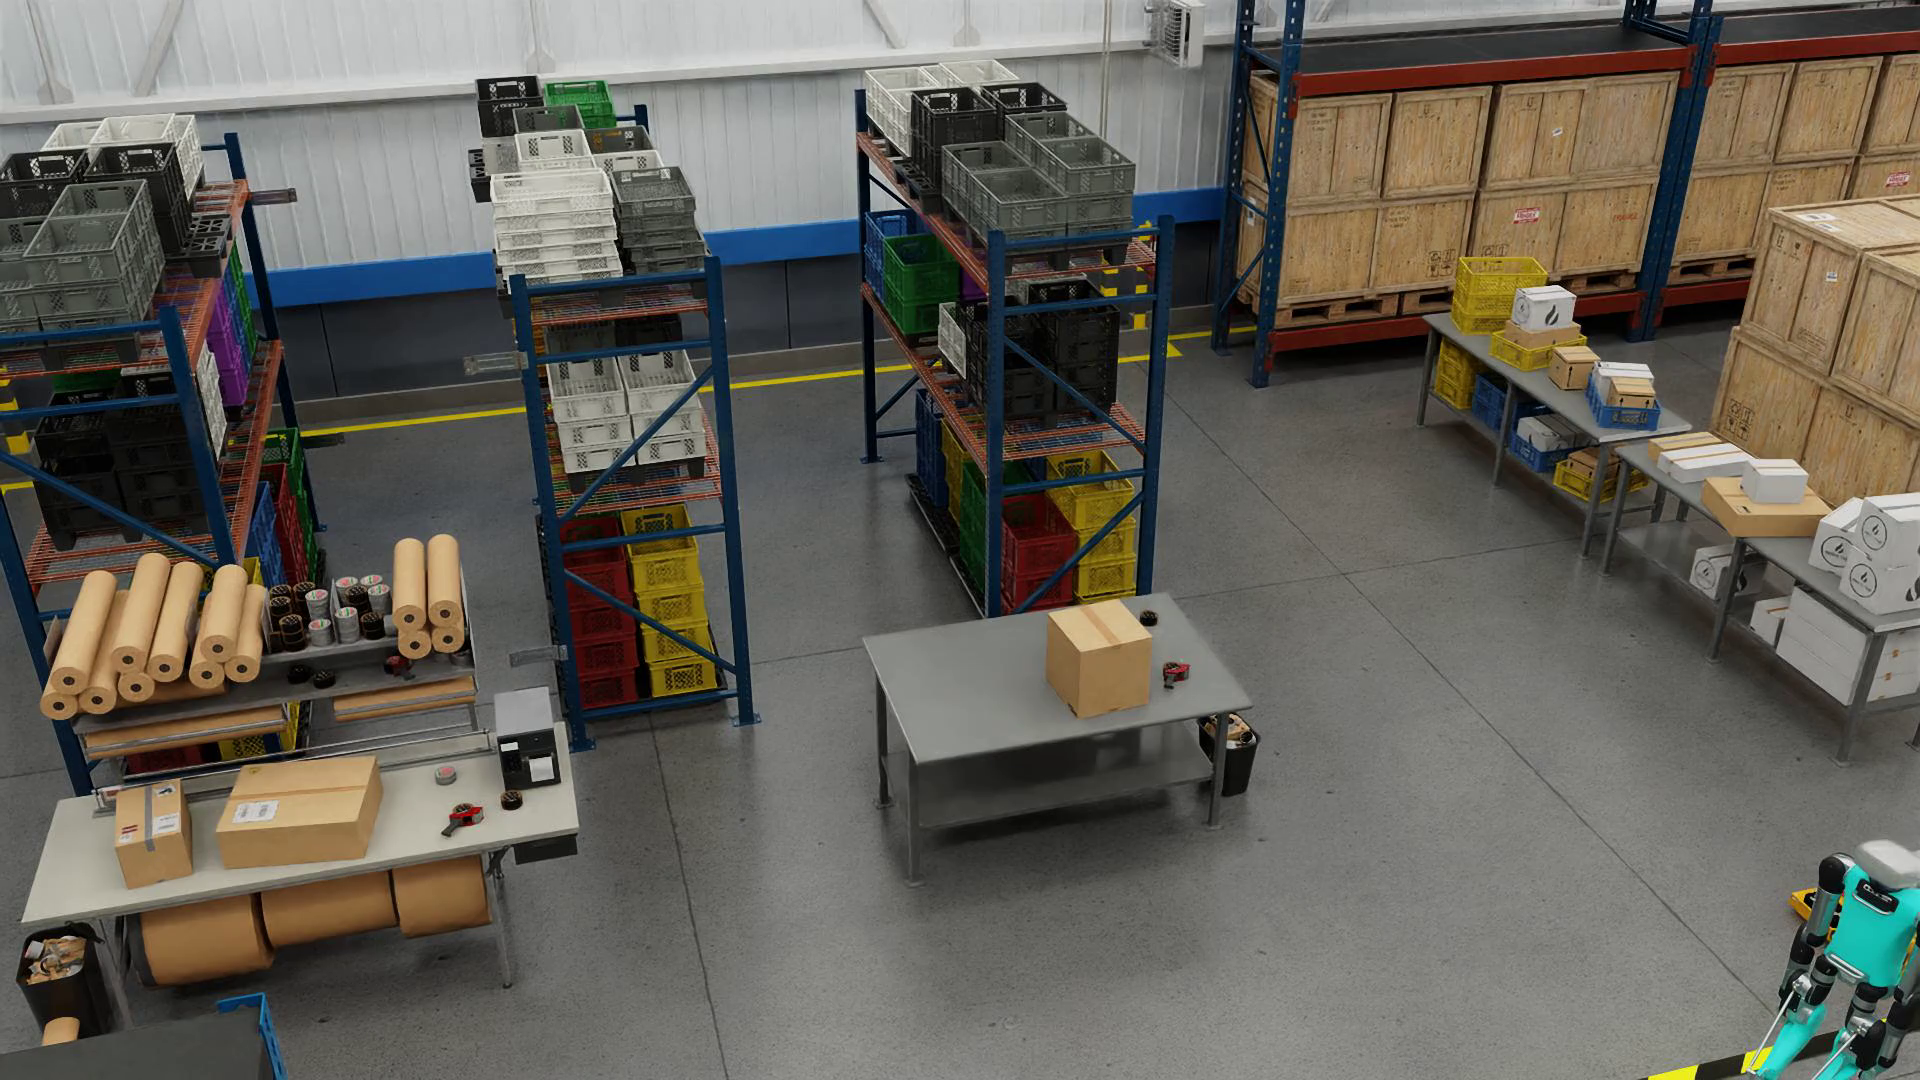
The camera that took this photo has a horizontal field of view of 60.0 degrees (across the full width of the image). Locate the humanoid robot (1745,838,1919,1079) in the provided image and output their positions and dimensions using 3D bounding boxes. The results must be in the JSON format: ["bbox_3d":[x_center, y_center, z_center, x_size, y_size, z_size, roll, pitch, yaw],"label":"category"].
[{"bbox_3d":[3.503,2.015,6.836,0.735,1.672,0.533,-16,33,-27],"label":"humanoid robot"}]

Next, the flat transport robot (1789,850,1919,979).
[{"bbox_3d":[5.163,1.916,8.676,1.431,0.231,0.659,-8,30,-14],"label":"flat transport robot"}]
